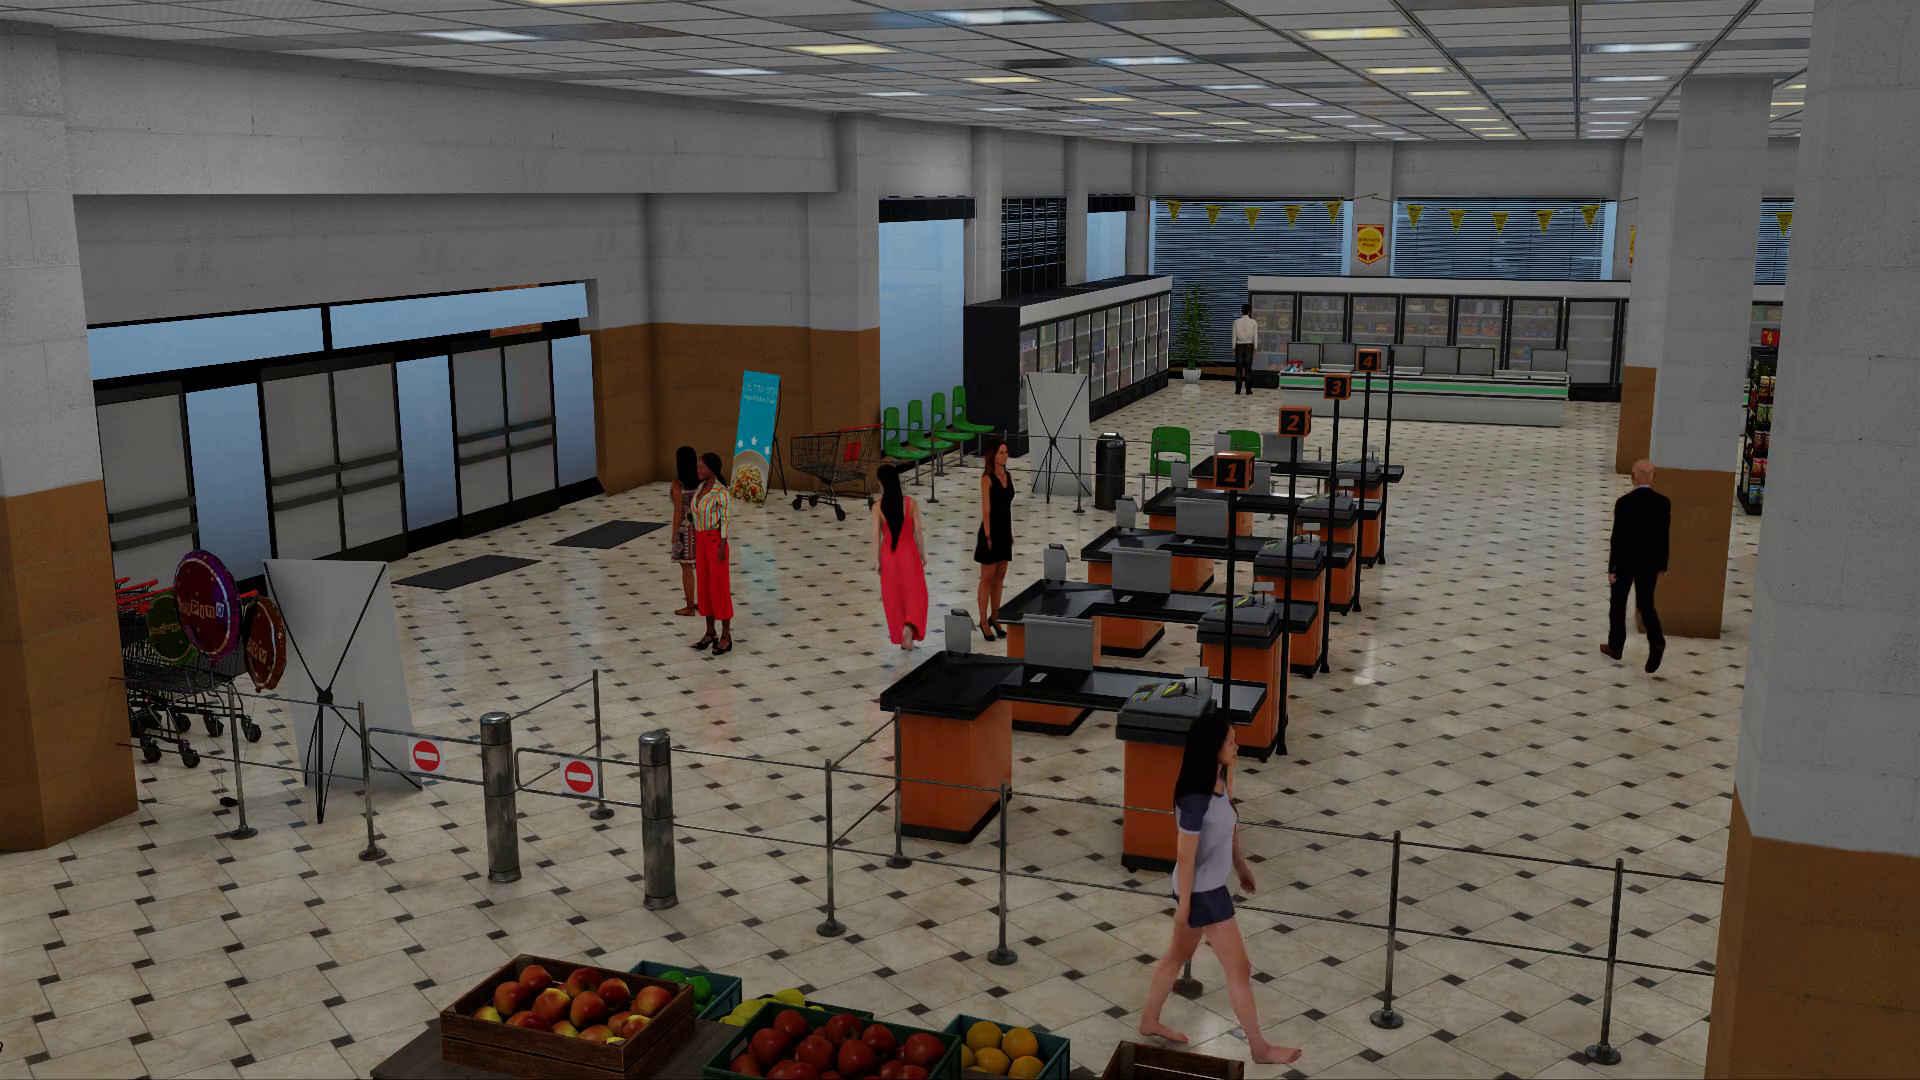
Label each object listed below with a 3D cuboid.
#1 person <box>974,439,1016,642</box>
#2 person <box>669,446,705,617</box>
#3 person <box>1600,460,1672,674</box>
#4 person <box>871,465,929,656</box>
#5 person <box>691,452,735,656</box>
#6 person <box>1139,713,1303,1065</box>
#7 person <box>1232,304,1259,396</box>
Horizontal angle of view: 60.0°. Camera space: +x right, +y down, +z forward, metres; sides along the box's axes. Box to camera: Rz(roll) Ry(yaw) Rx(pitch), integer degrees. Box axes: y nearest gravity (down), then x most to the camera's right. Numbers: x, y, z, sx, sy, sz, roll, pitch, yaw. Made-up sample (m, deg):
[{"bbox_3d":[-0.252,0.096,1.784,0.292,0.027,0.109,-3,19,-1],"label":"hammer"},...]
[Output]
[{"bbox_3d":[0.323,-0.006,15.122,0.634,1.834,0.653,10,15,38],"label":"person"},{"bbox_3d":[-2.595,-0.095,16.005,0.623,1.645,0.702,8,14,33],"label":"person"},{"bbox_3d":[5.782,0.234,14.130,1.194,1.774,1.051,-1,12,-3],"label":"person"},{"bbox_3d":[-0.525,0.219,14.377,0.952,1.701,0.917,0,12,0],"label":"person"},{"bbox_3d":[-2.181,0.112,14.660,0.590,1.793,0.723,10,16,41],"label":"person"},{"bbox_3d":[1.052,1.621,7.784,1.008,1.674,0.634,3,12,15],"label":"person"},{"bbox_3d":[5.702,-3.829,33.335,0.538,1.811,0.746,3,12,12],"label":"person"}]
